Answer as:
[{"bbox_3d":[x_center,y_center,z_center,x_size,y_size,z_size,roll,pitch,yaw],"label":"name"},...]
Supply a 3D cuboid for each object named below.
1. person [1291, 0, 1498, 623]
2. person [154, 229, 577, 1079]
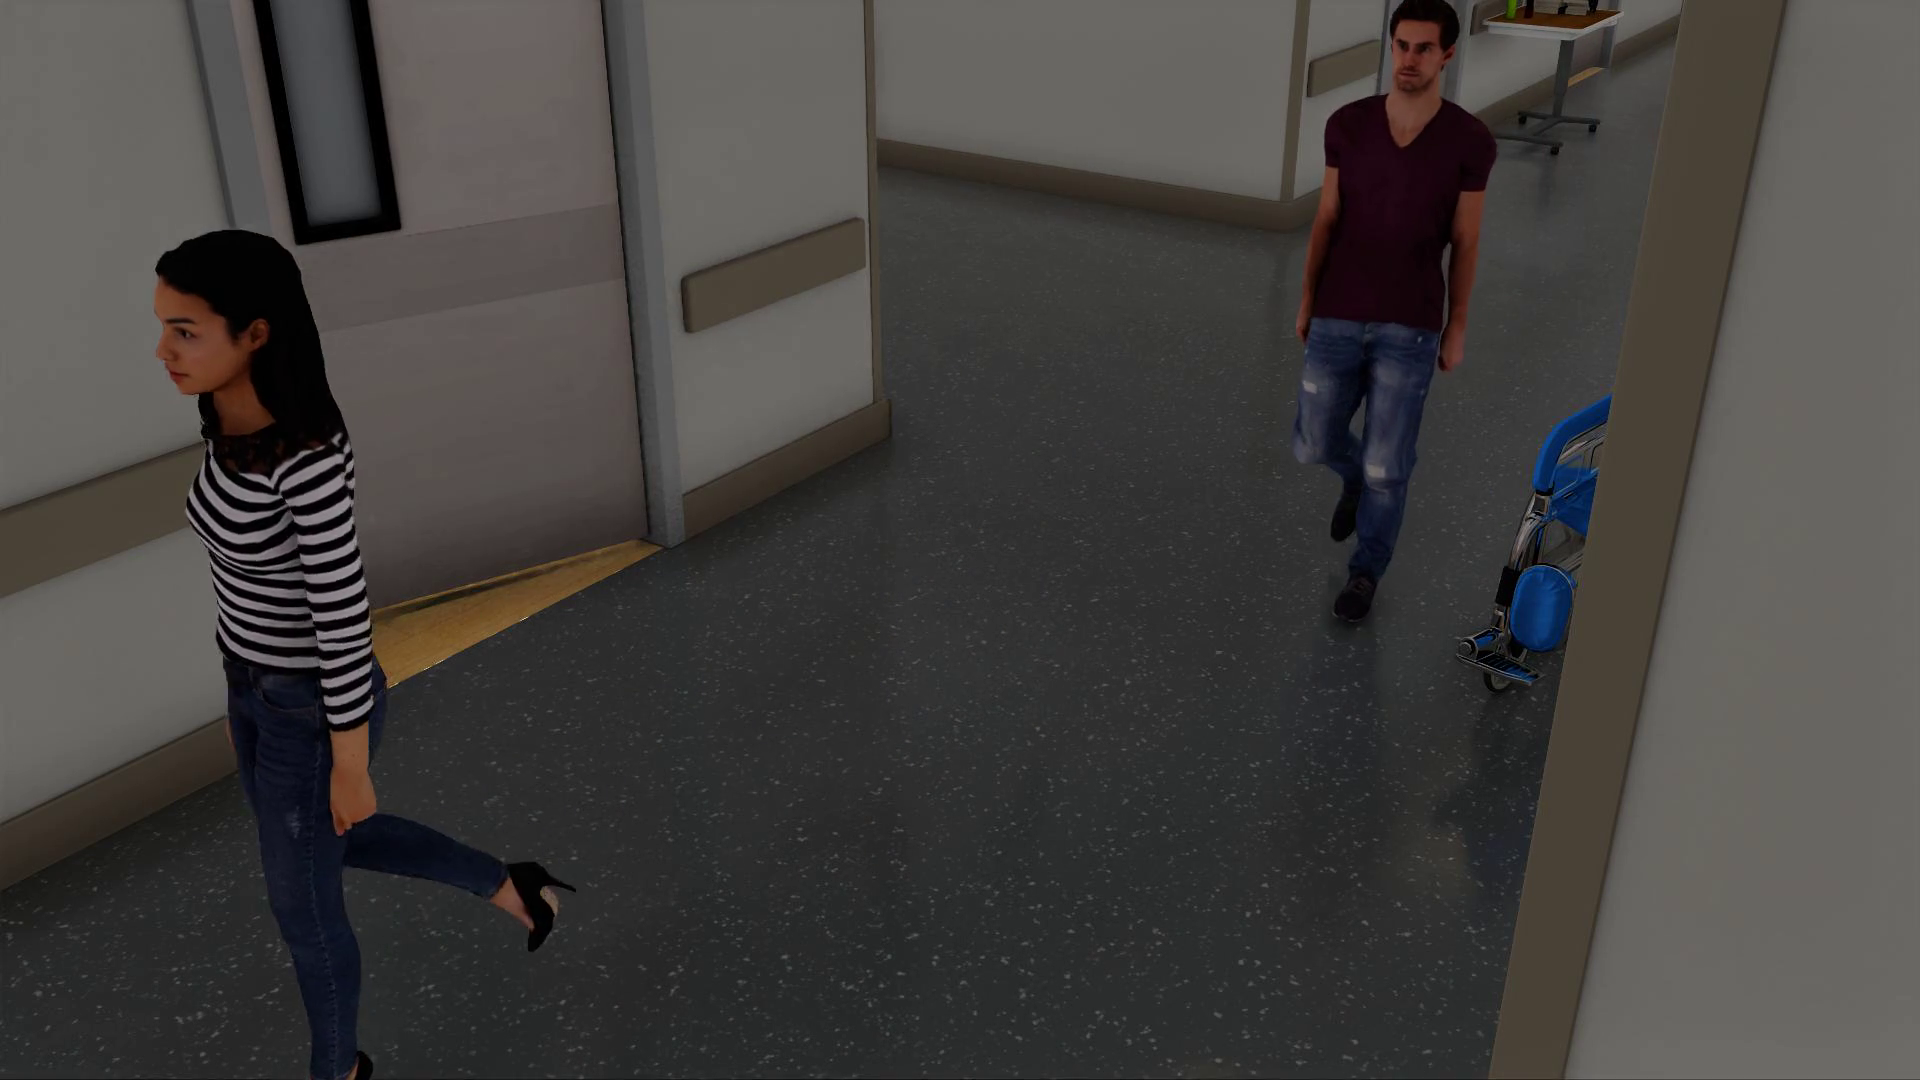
[{"bbox_3d":[1.282,-0.692,5.004,0.695,1.837,0.877,15,29,28],"label":"person"},{"bbox_3d":[-1.100,0.306,3.003,0.987,1.778,0.738,-21,33,-37],"label":"person"}]
